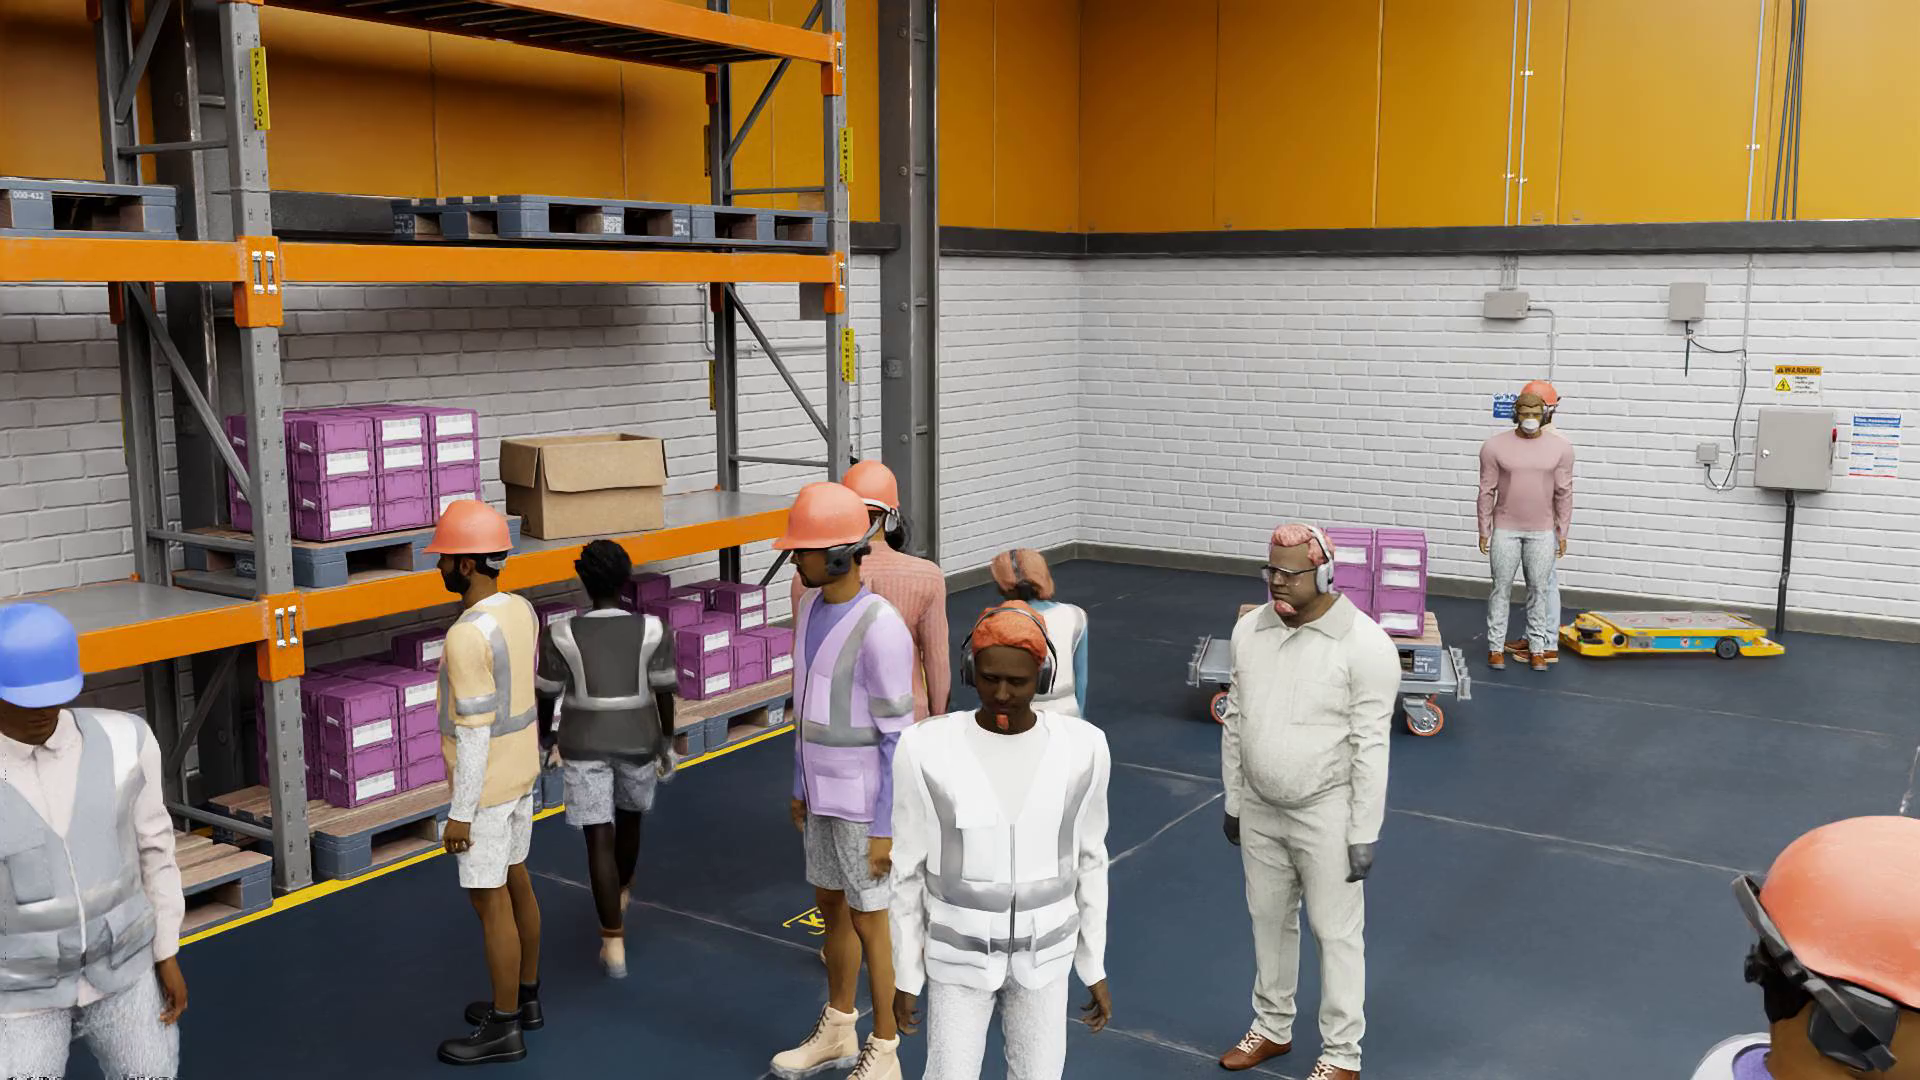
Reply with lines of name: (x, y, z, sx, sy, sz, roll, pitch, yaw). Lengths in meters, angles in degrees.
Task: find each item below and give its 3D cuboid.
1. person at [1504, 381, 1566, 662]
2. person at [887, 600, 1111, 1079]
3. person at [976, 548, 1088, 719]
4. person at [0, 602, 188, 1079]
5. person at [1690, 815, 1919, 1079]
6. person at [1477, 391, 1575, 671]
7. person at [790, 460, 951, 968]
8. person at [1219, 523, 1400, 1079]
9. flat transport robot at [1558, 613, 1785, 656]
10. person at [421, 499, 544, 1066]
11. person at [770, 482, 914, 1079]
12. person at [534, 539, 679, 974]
person: (4.075, -0.131, 11.756, 0.406, 1.985, 0.619, 1, 9, 5)
person: (0.103, 1.079, 4.213, 0.572, 1.884, 0.353, -2, 9, -10)
person: (0.302, 0.822, 6.732, 0.548, 1.611, 0.357, -6, 10, -32)
person: (-2.222, 1.076, 4.119, 0.557, 1.921, 0.761, 8, 12, 42)
person: (1.058, 1.330, 2.090, 0.383, 2.036, 0.605, 3, 9, 16)
person: (3.885, -0.061, 11.467, 0.626, 1.933, 0.372, 2, 9, 14)
person: (-0.338, 0.691, 6.377, 0.609, 1.995, 0.376, -1, 9, -4)
person: (1.101, 0.884, 5.457, 0.398, 1.900, 0.635, -8, 12, -43)
flat transport robot: (5.115, 0.674, 12.065, 1.431, 0.197, 0.652, 0, 9, 1)
person: (-1.632, 0.823, 5.701, 0.354, 1.939, 0.544, 0, 9, 3)
person: (-0.387, 0.825, 5.360, 0.394, 2.040, 0.608, -5, 10, -32)
person: (-1.420, 0.813, 6.647, 0.551, 1.650, 0.841, -4, 9, -22)
